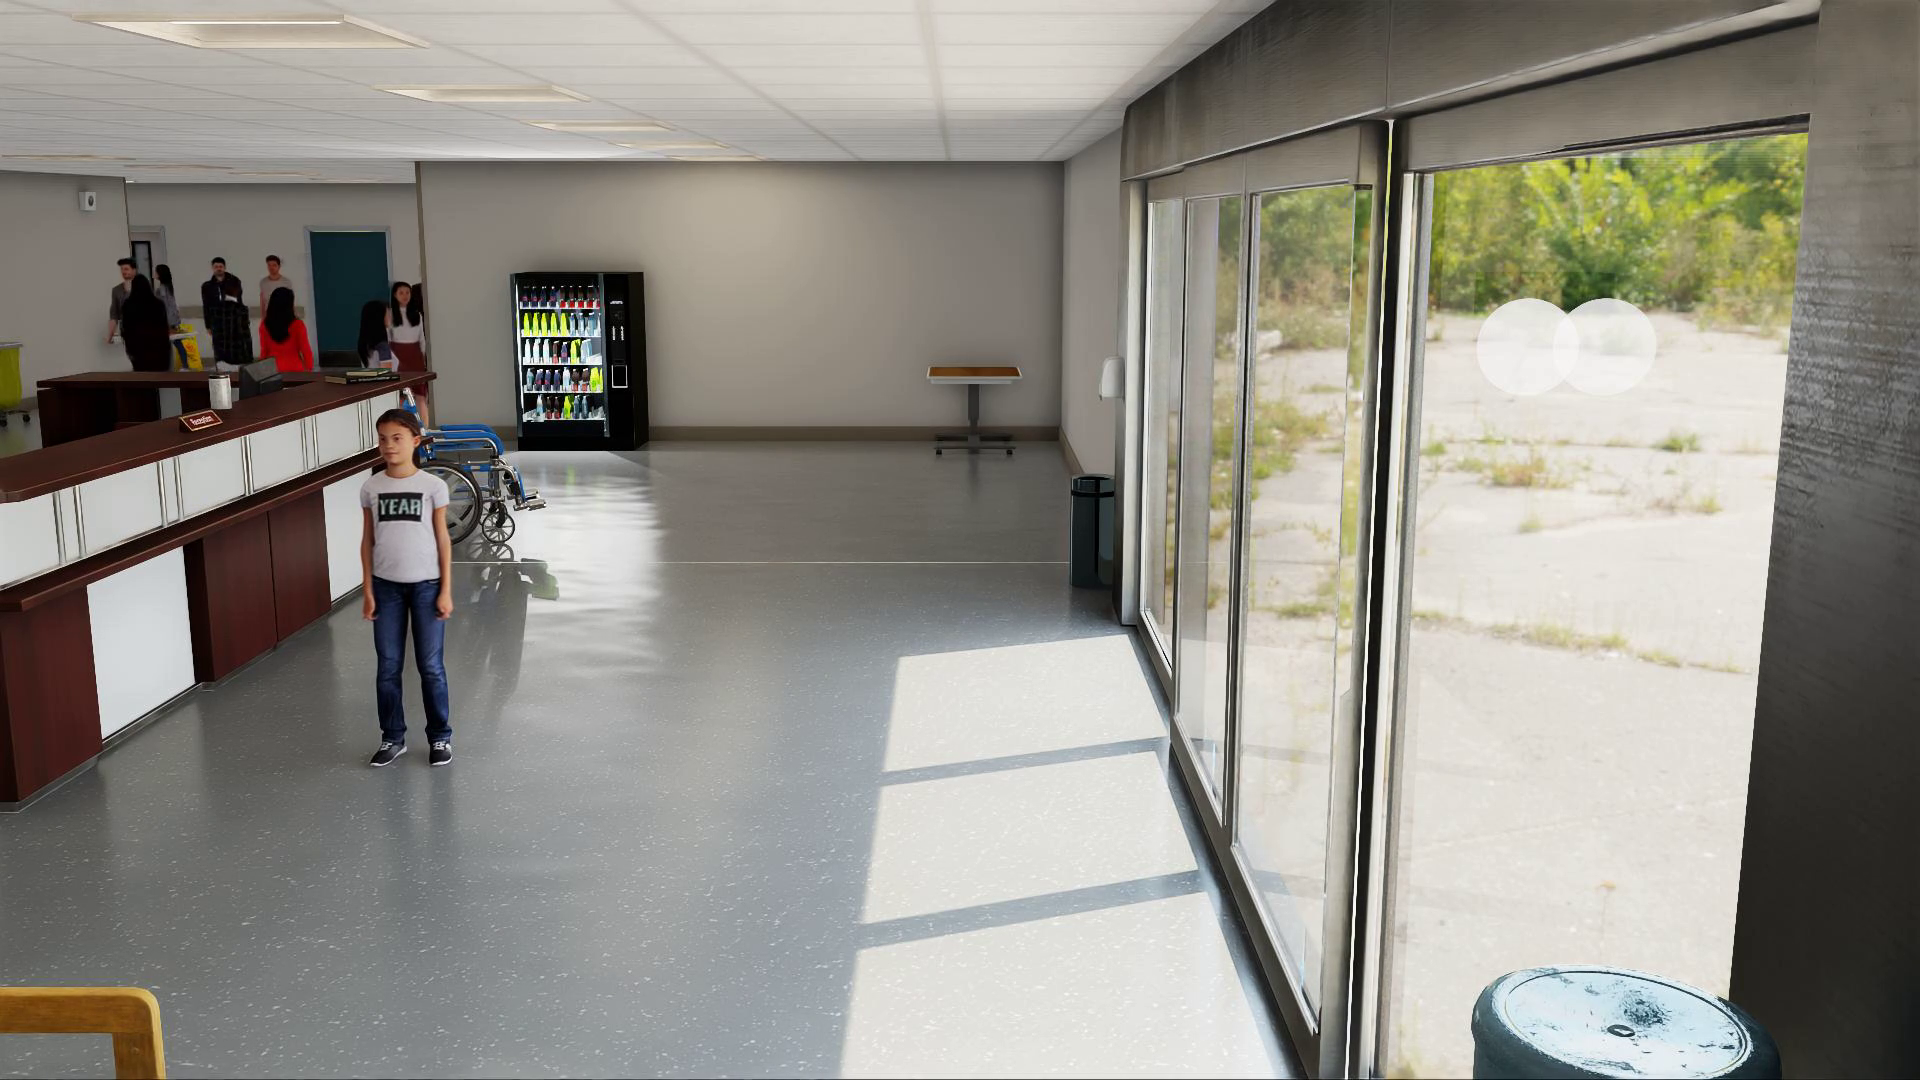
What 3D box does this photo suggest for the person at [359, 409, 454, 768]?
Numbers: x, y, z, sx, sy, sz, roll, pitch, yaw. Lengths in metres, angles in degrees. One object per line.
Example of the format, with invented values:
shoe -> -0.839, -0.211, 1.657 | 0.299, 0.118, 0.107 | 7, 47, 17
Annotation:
person -> -2.409, 0.196, 7.250 | 0.471, 1.563, 0.608 | -1, 11, -5

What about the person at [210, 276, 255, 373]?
person -> -7.537, -1.794, 17.105 | 1.089, 1.799, 0.982 | 4, 12, 22

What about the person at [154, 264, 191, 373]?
person -> -12.149, -3.378, 25.700 | 0.895, 1.705, 0.647 | 0, 11, -1

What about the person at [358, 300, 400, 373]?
person -> -4.902, -1.175, 14.092 | 0.668, 1.706, 0.728 | 10, 15, 44

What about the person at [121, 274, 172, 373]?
person -> -9.607, -2.247, 19.660 | 0.983, 1.736, 0.849 | -3, 11, -15

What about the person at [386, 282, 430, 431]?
person -> -5.812, -1.804, 17.385 | 1.083, 1.713, 1.038 | -7, 13, -32

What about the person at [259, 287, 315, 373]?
person -> -6.456, -1.525, 15.870 | 0.685, 1.731, 0.678 | 0, 11, 0

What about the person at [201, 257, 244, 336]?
person -> -10.254, -2.990, 23.216 | 1.131, 1.869, 1.074 | -6, 12, -29

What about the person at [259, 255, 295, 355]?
person -> -10.072, -3.250, 24.671 | 1.188, 1.837, 0.860 | -2, 11, -9
